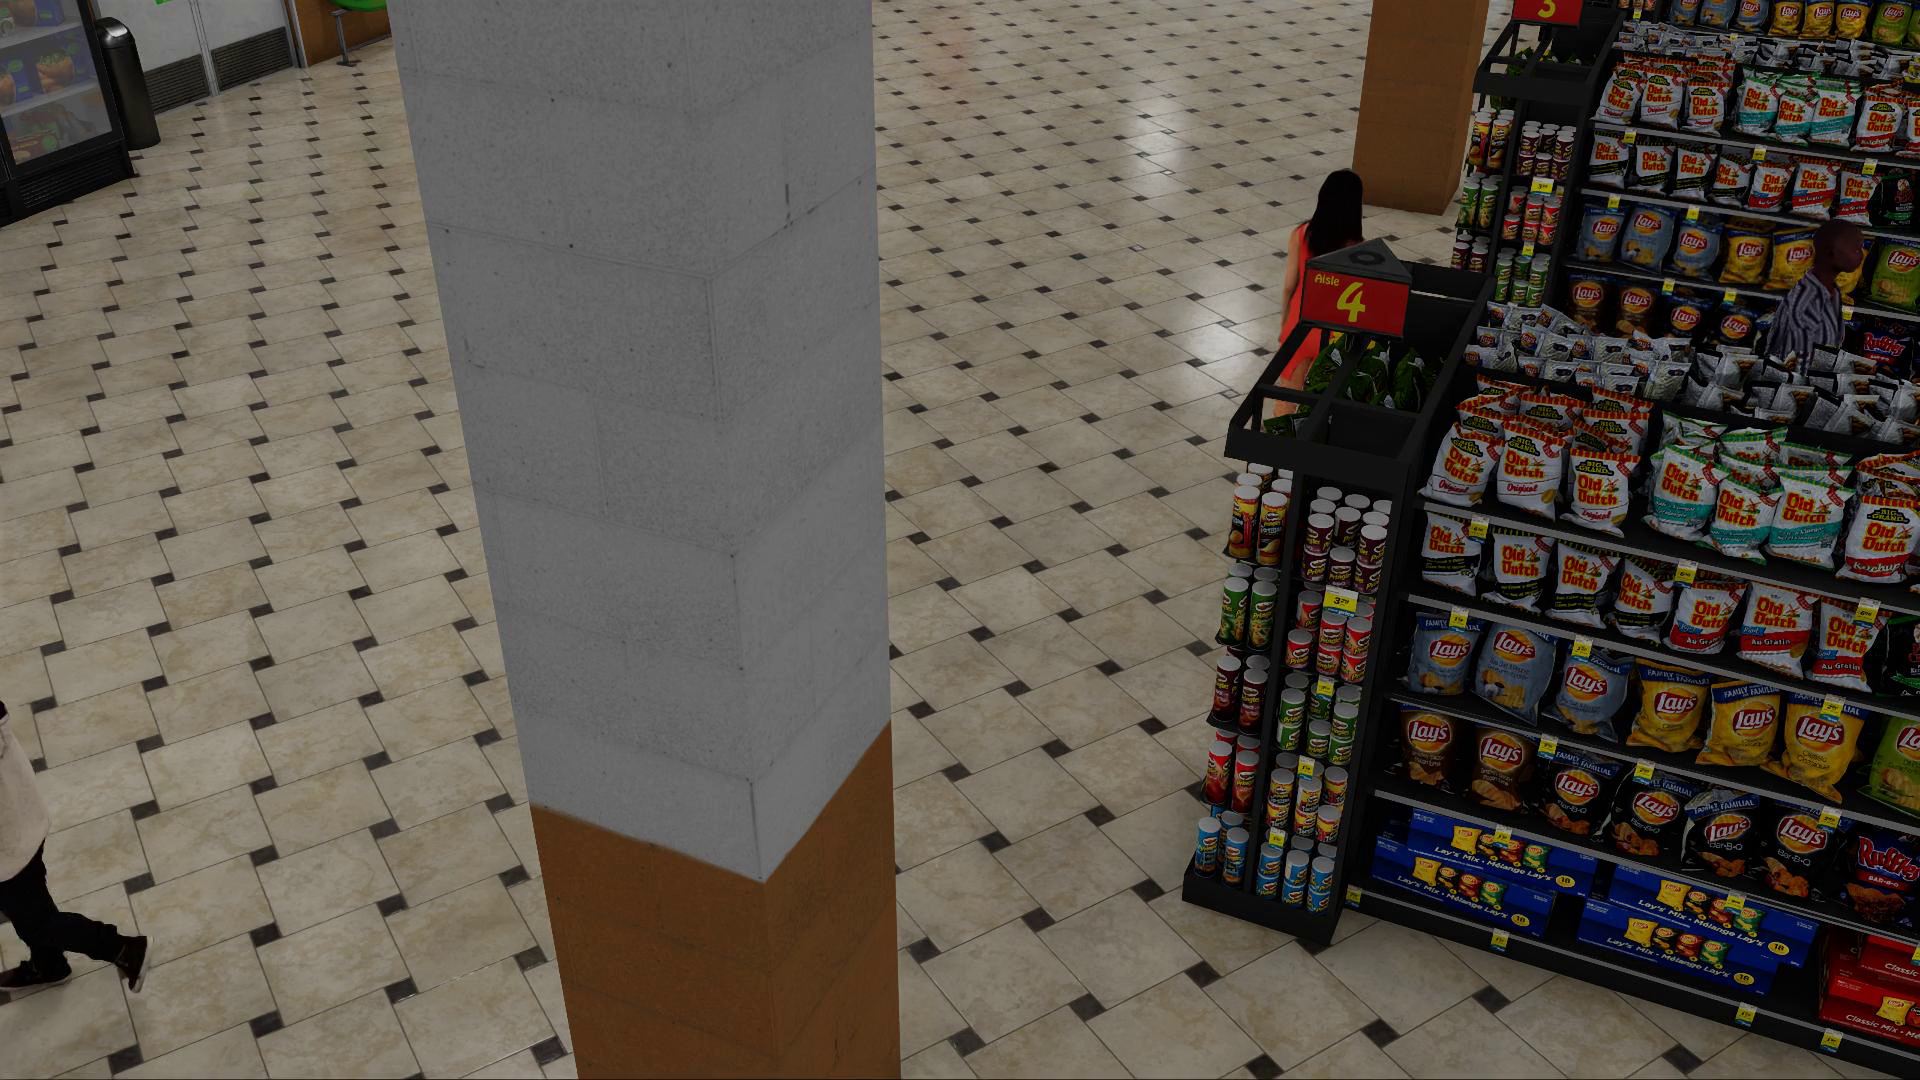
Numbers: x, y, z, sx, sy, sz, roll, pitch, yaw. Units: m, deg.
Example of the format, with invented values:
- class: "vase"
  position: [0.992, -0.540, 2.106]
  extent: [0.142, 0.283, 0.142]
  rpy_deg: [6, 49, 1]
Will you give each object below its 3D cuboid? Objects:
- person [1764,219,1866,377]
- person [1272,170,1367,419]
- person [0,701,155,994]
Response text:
- class: "person"
  position: [3.670, -0.624, 7.616]
  extent: [1.091, 1.776, 0.769]
  rpy_deg: [20, 37, 29]
- class: "person"
  position: [1.748, -0.975, 8.265]
  extent: [1.008, 1.687, 0.686]
  rpy_deg: [12, 34, 19]
- class: "person"
  position: [-3.029, 0.956, 5.395]
  extent: [0.952, 1.439, 0.843]
  rpy_deg: [-4, 32, -7]
